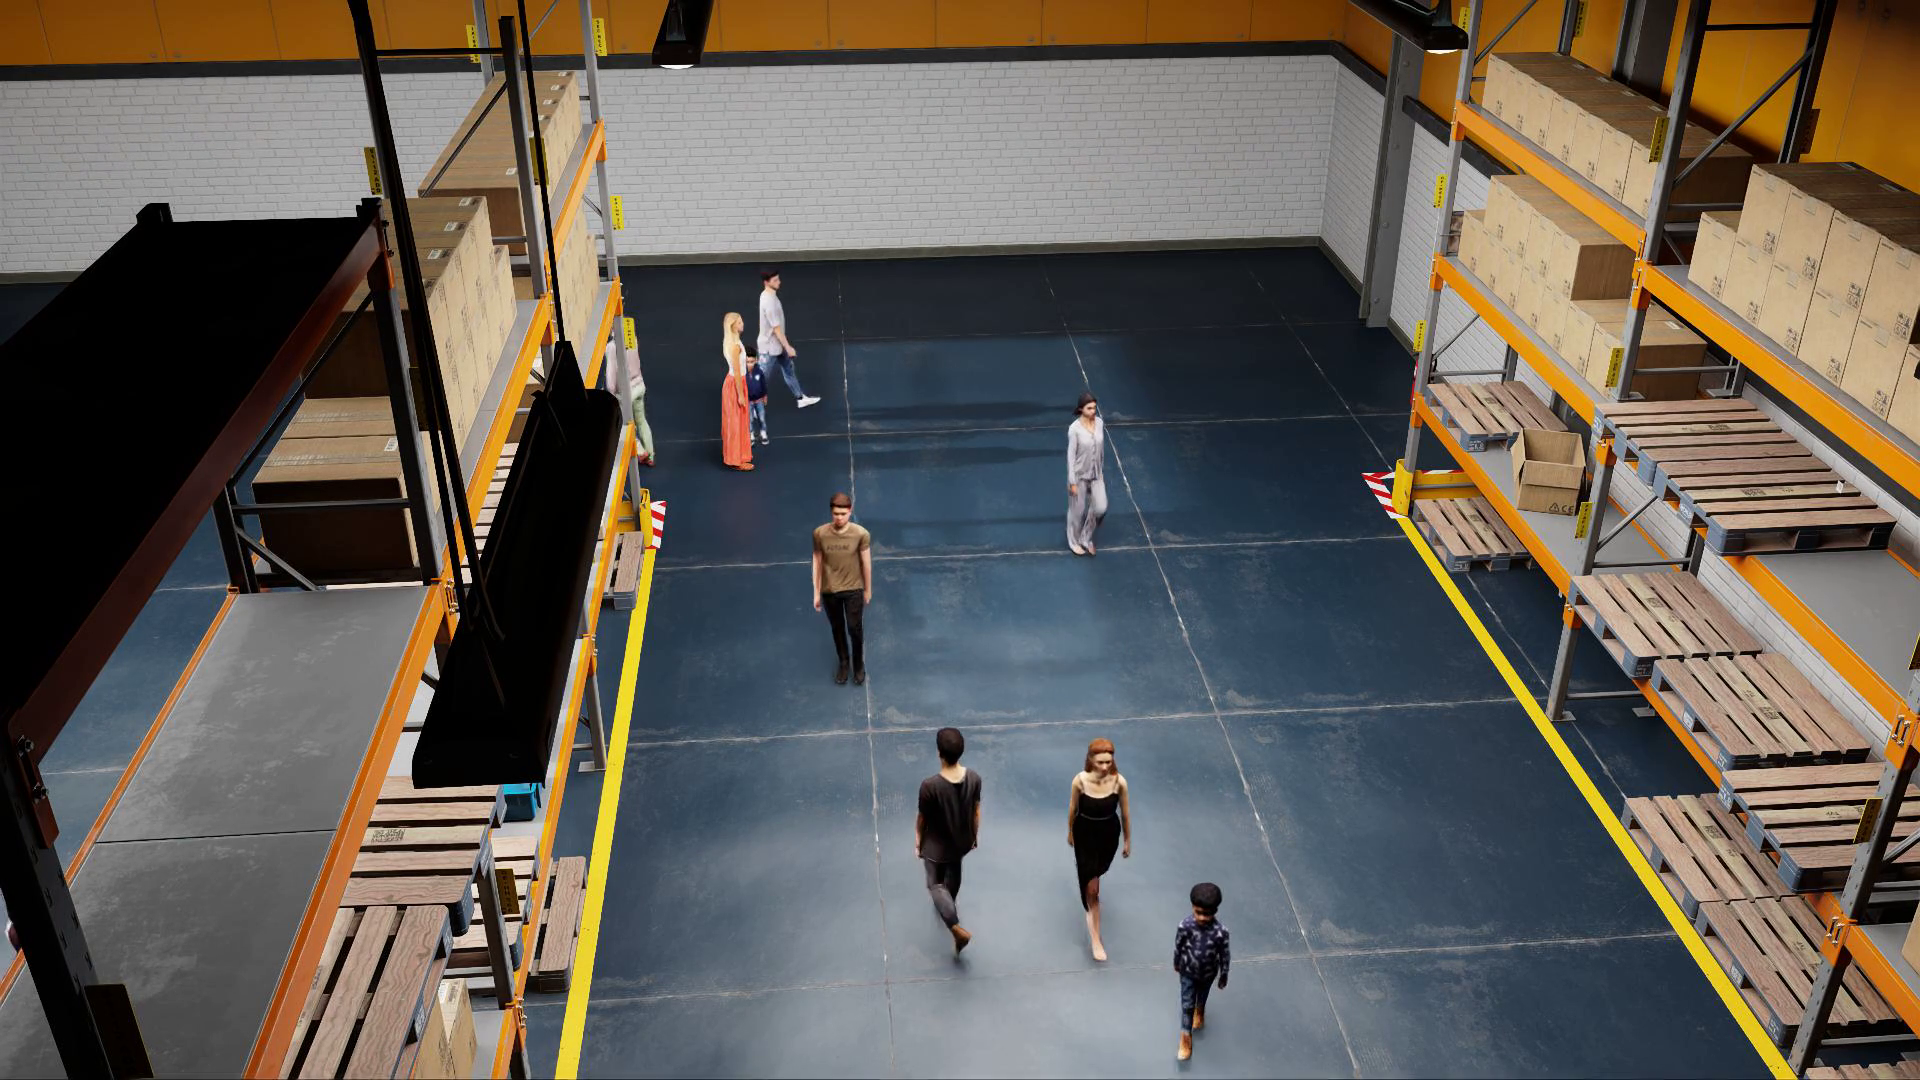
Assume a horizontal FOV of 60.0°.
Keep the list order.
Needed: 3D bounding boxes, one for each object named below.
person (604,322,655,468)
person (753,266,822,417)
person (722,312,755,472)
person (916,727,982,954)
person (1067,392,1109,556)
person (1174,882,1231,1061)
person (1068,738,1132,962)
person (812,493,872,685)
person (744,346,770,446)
[{"bbox_3d":[-3.561,-1.575,18.070,0.983,1.842,0.867,16,32,27],"label":"person"},{"bbox_3d":[-2.271,-2.256,19.324,0.770,1.836,1.130,-2,29,-4],"label":"person"},{"bbox_3d":[-2.456,-1.644,18.238,0.684,1.802,0.502,-3,29,-5],"label":"person"},{"bbox_3d":[-0.057,2.089,11.505,0.835,1.696,1.065,-12,31,-21],"label":"person"},{"bbox_3d":[1.179,-0.680,16.517,0.742,1.757,0.780,-15,32,-26],"label":"person"},{"bbox_3d":[1.572,2.728,10.831,0.647,1.220,0.876,5,29,9],"label":"person"},{"bbox_3d":[0.956,2.043,11.714,0.566,1.576,1.122,-2,29,-4],"label":"person"},{"bbox_3d":[-1.015,0.388,14.477,0.701,1.837,0.690,2,29,4],"label":"person"},{"bbox_3d":[-2.353,-1.646,18.857,0.544,1.212,0.525,-6,29,-12],"label":"person"}]
